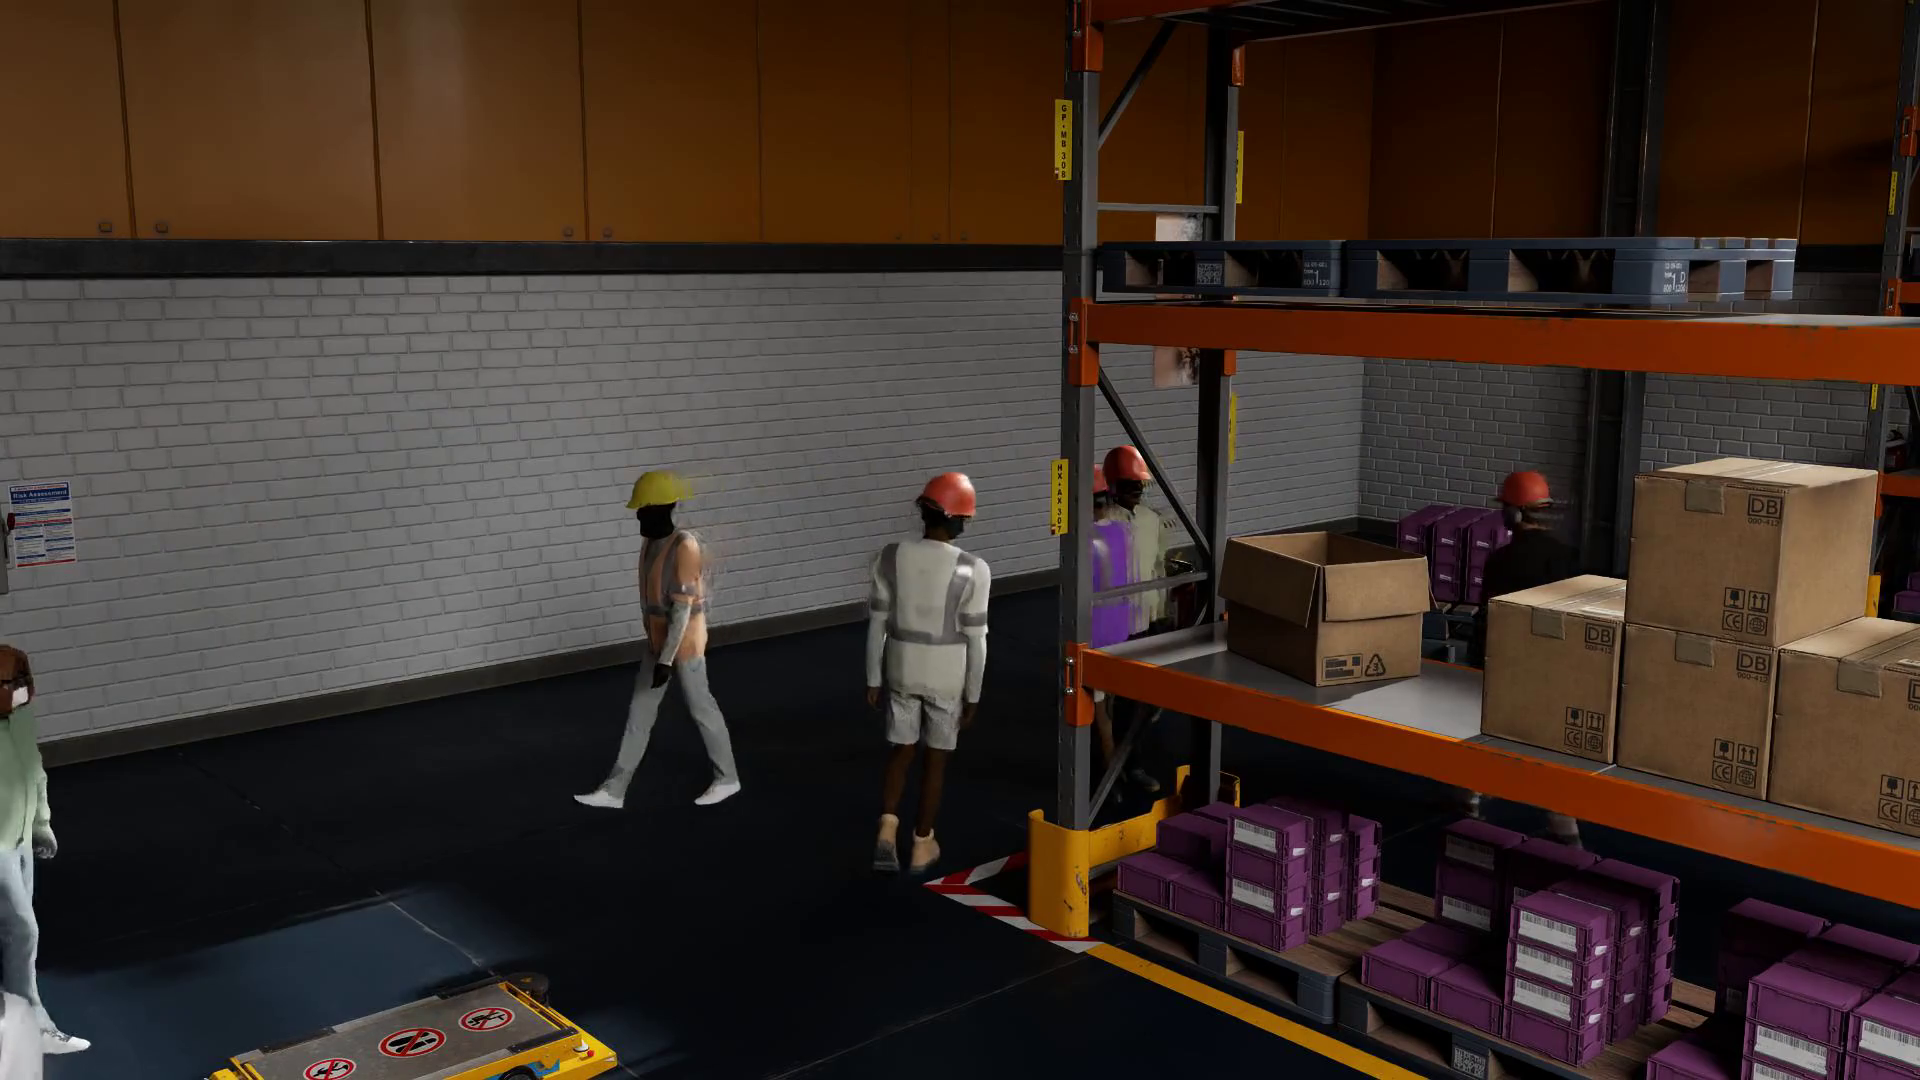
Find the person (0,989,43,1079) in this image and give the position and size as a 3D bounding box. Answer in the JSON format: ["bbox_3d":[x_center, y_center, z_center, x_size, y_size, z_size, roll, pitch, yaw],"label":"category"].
[{"bbox_3d":[-2.134,1.557,3.335,0.603,1.839,0.943,-4,11,-24],"label":"person"}]

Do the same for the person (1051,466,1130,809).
[{"bbox_3d":[0.726,0.530,9.134,0.446,1.913,0.570,5,11,27],"label":"person"}]

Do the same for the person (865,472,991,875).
[{"bbox_3d":[-0.164,0.677,8.010,0.647,2.013,0.601,3,10,18],"label":"person"}]

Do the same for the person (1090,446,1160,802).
[{"bbox_3d":[0.899,0.462,9.308,0.612,1.995,0.382,-9,13,-41],"label":"person"}]

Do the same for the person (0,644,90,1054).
[{"bbox_3d":[-3.709,1.172,6.295,0.635,1.610,0.513,0,10,-3],"label":"person"}]

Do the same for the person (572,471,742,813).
[{"bbox_3d":[-1.627,0.572,9.010,0.992,1.879,0.607,-8,12,-38],"label":"person"}]

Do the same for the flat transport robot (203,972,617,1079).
[{"bbox_3d":[-2.018,1.903,5.912,1.431,0.197,0.652,-8,13,-41],"label":"flat transport robot"}]

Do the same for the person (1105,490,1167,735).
[{"bbox_3d":[1.053,0.367,10.476,0.859,1.797,0.617,-9,13,-44],"label":"person"}]

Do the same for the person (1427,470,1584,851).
[{"bbox_3d":[2.890,0.608,8.622,0.631,1.945,1.010,-7,12,-37],"label":"person"}]
